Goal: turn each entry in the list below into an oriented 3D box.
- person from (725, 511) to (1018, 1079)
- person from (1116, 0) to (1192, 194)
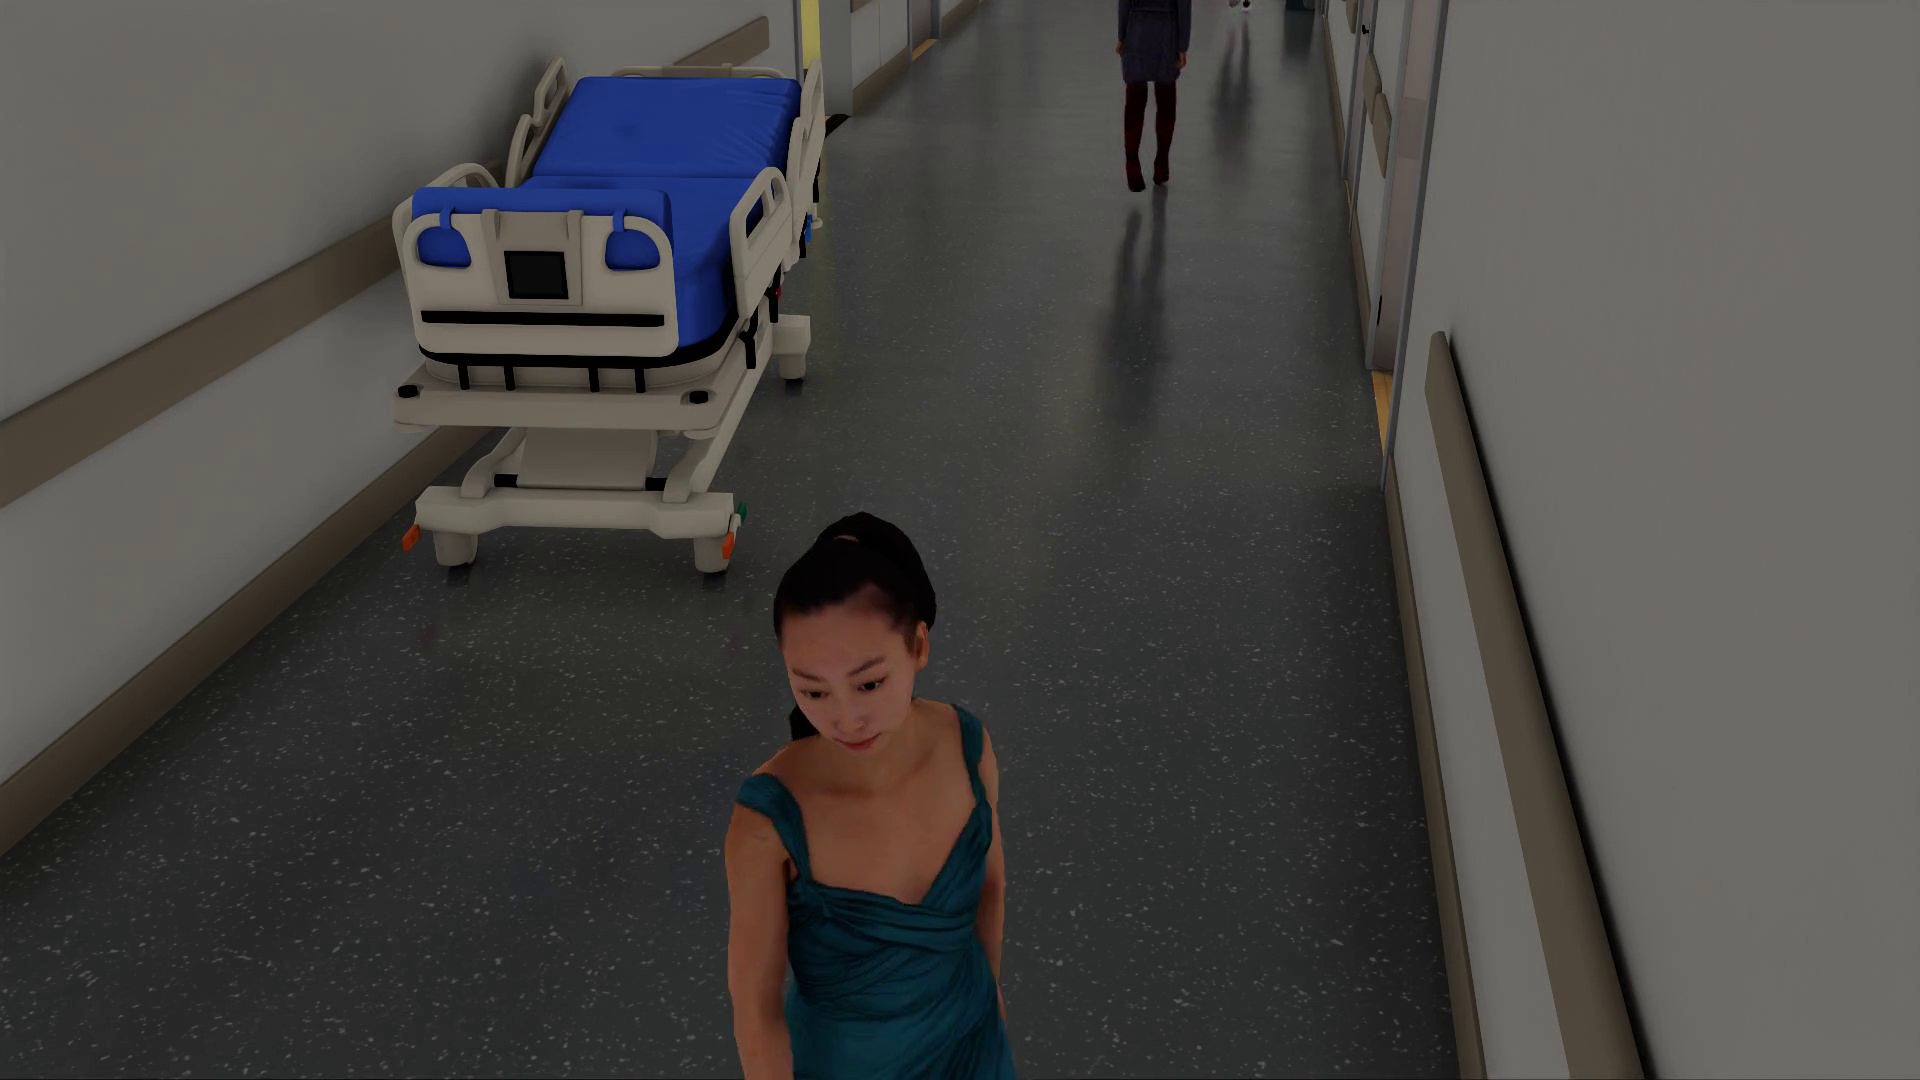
[{"bbox_3d":[-0.103,0.700,2.345,0.741,1.655,0.802,-16,30,-30],"label":"person"},{"bbox_3d":[1.094,-2.844,9.644,0.906,1.699,0.657,5,26,10],"label":"person"}]
